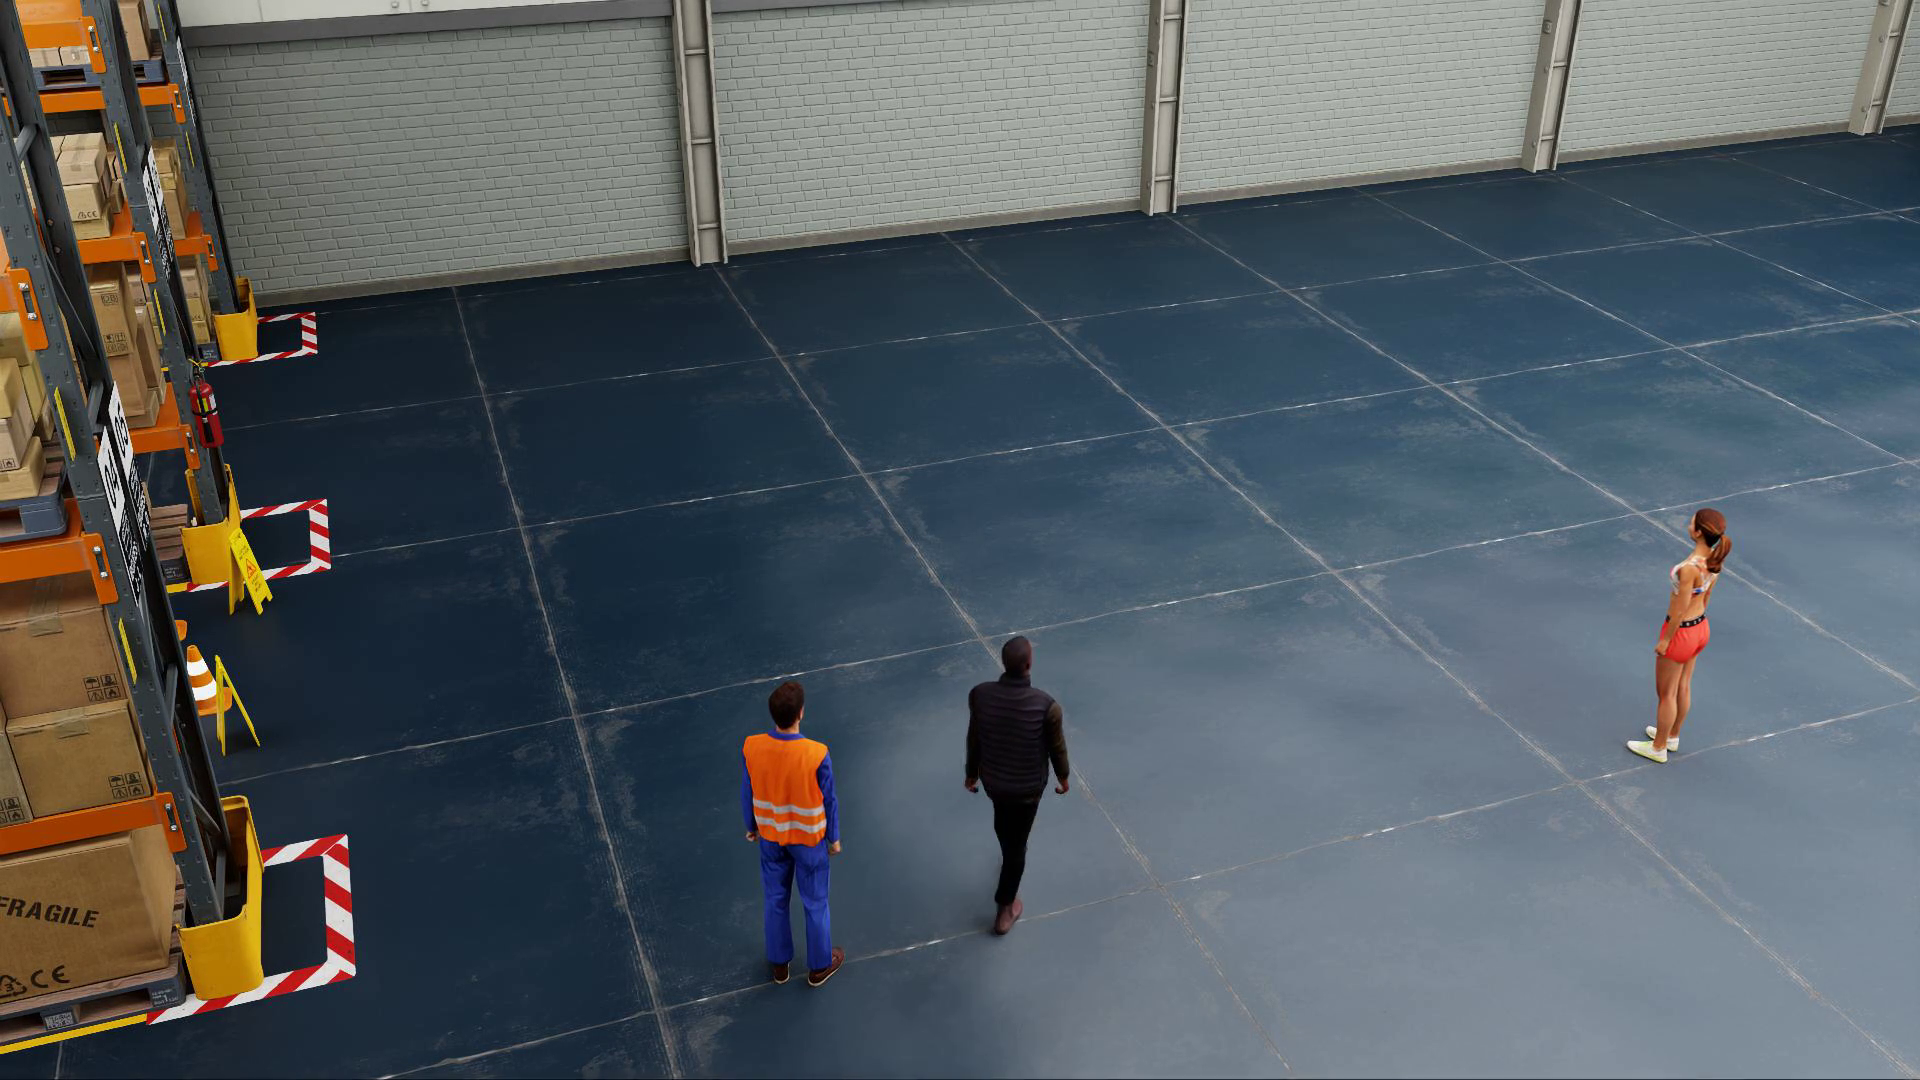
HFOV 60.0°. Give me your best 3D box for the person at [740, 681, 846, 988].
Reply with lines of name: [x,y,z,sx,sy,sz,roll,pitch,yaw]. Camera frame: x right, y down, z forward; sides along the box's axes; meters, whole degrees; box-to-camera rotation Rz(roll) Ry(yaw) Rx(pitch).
person: [-0.887,1.565,8.839,0.746,1.863,0.848,6,29,12]

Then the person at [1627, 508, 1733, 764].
person: [4.656,0.614,10.701,0.591,1.791,0.712,-21,34,-33]

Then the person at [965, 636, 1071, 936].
person: [0.262,1.392,9.220,1.069,1.811,1.121,11,30,20]
